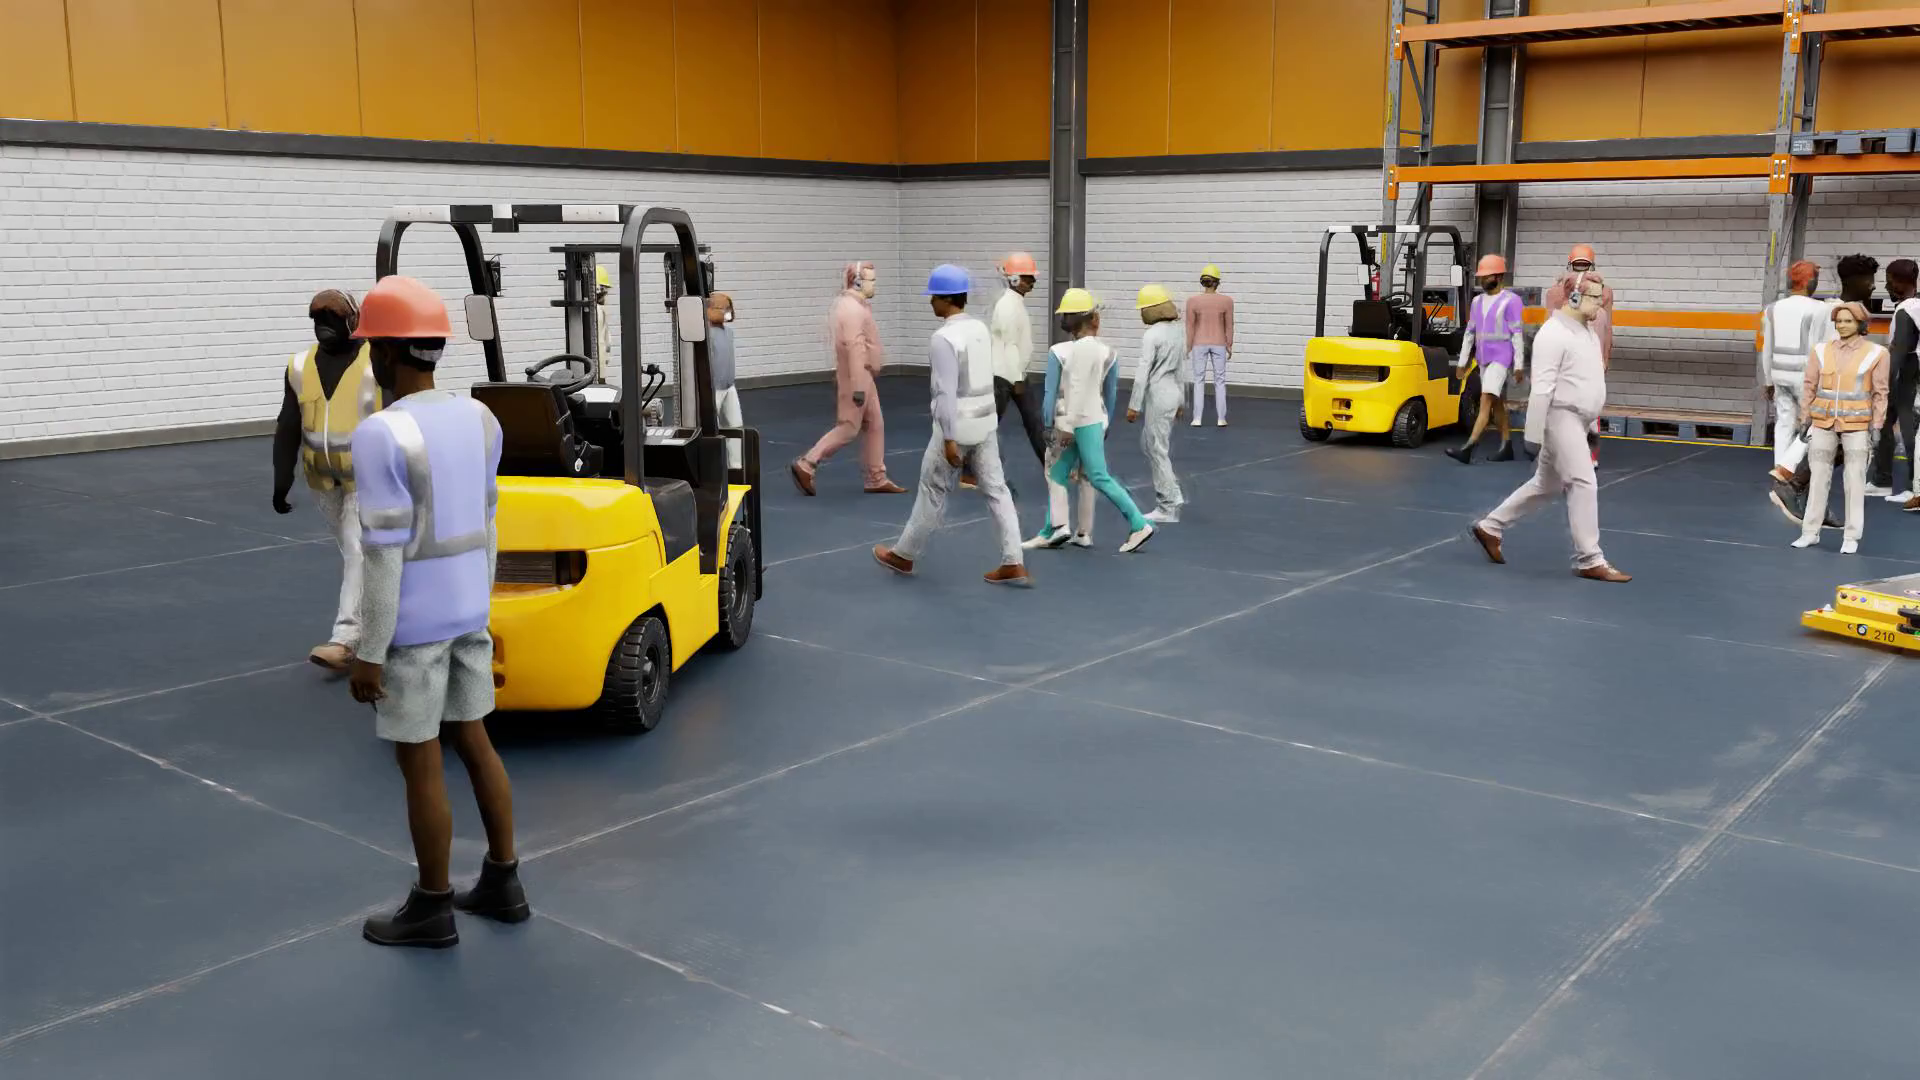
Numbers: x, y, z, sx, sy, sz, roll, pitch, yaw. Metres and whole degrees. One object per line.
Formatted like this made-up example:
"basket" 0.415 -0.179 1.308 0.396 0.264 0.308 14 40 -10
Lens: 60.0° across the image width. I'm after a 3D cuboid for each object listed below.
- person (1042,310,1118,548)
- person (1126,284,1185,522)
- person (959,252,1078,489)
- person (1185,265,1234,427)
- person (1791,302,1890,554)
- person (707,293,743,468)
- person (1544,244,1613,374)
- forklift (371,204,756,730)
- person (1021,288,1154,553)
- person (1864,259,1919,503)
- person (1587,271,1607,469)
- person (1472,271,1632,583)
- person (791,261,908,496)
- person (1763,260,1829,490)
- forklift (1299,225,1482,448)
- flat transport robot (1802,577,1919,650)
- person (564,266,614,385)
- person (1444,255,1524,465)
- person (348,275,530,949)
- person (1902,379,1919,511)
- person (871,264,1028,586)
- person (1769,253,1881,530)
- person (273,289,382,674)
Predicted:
"person" 0.782 -0.736 10.929 0.532 1.622 0.355 -3 11 -18
"person" 1.433 -0.980 12.028 0.391 1.715 0.489 6 12 29
"person" 0.475 -1.349 13.474 1.067 1.927 0.633 2 10 13
"person" 2.714 -2.108 18.146 0.526 1.765 0.329 1 10 6
"person" 5.758 -0.732 10.867 0.310 1.638 0.522 -9 14 -42
"person" -2.070 -1.265 13.914 0.734 1.604 0.507 5 11 24
"person" 5.703 -1.729 15.403 0.619 1.992 0.396 2 10 10
"forklift" -1.766 -0.406 7.525 1.214 2.155 2.313 1 10 7
"person" 0.852 -0.770 10.822 0.862 1.733 0.524 0 10 -1
"person" 7.242 -1.224 12.895 0.732 1.887 0.629 8 13 36
"person" 5.501 -1.480 14.666 0.332 1.766 0.532 9 14 41
"person" 3.617 -0.704 10.116 0.957 1.866 0.640 7 12 34
"person" -0.894 -1.272 13.227 0.872 1.877 0.652 -1 10 -3
"person" 6.642 -1.271 13.192 0.428 1.872 0.609 -5 11 -26
"forklift" 4.449 -2.115 16.993 1.214 2.155 2.313 8 13 38
"flat transport robot" 5.151 0.347 8.683 1.431 0.197 0.652 -6 12 -29
"person" -3.289 -1.534 14.847 0.448 1.806 0.614 -7 12 -32
"person" 4.739 -1.627 15.107 0.953 1.889 0.575 -5 11 -24
"person" -1.544 0.218 4.787 0.365 1.941 0.546 4 11 21
"person" 7.327 -1.097 12.270 0.544 1.864 0.397 2 10 13
"person" -0.028 -0.672 9.855 1.043 1.890 0.609 7 12 34
"person" 6.084 -1.022 11.636 0.488 1.950 0.609 4 11 23
"person" -2.961 -0.283 7.938 0.650 1.795 0.942 2 10 11
